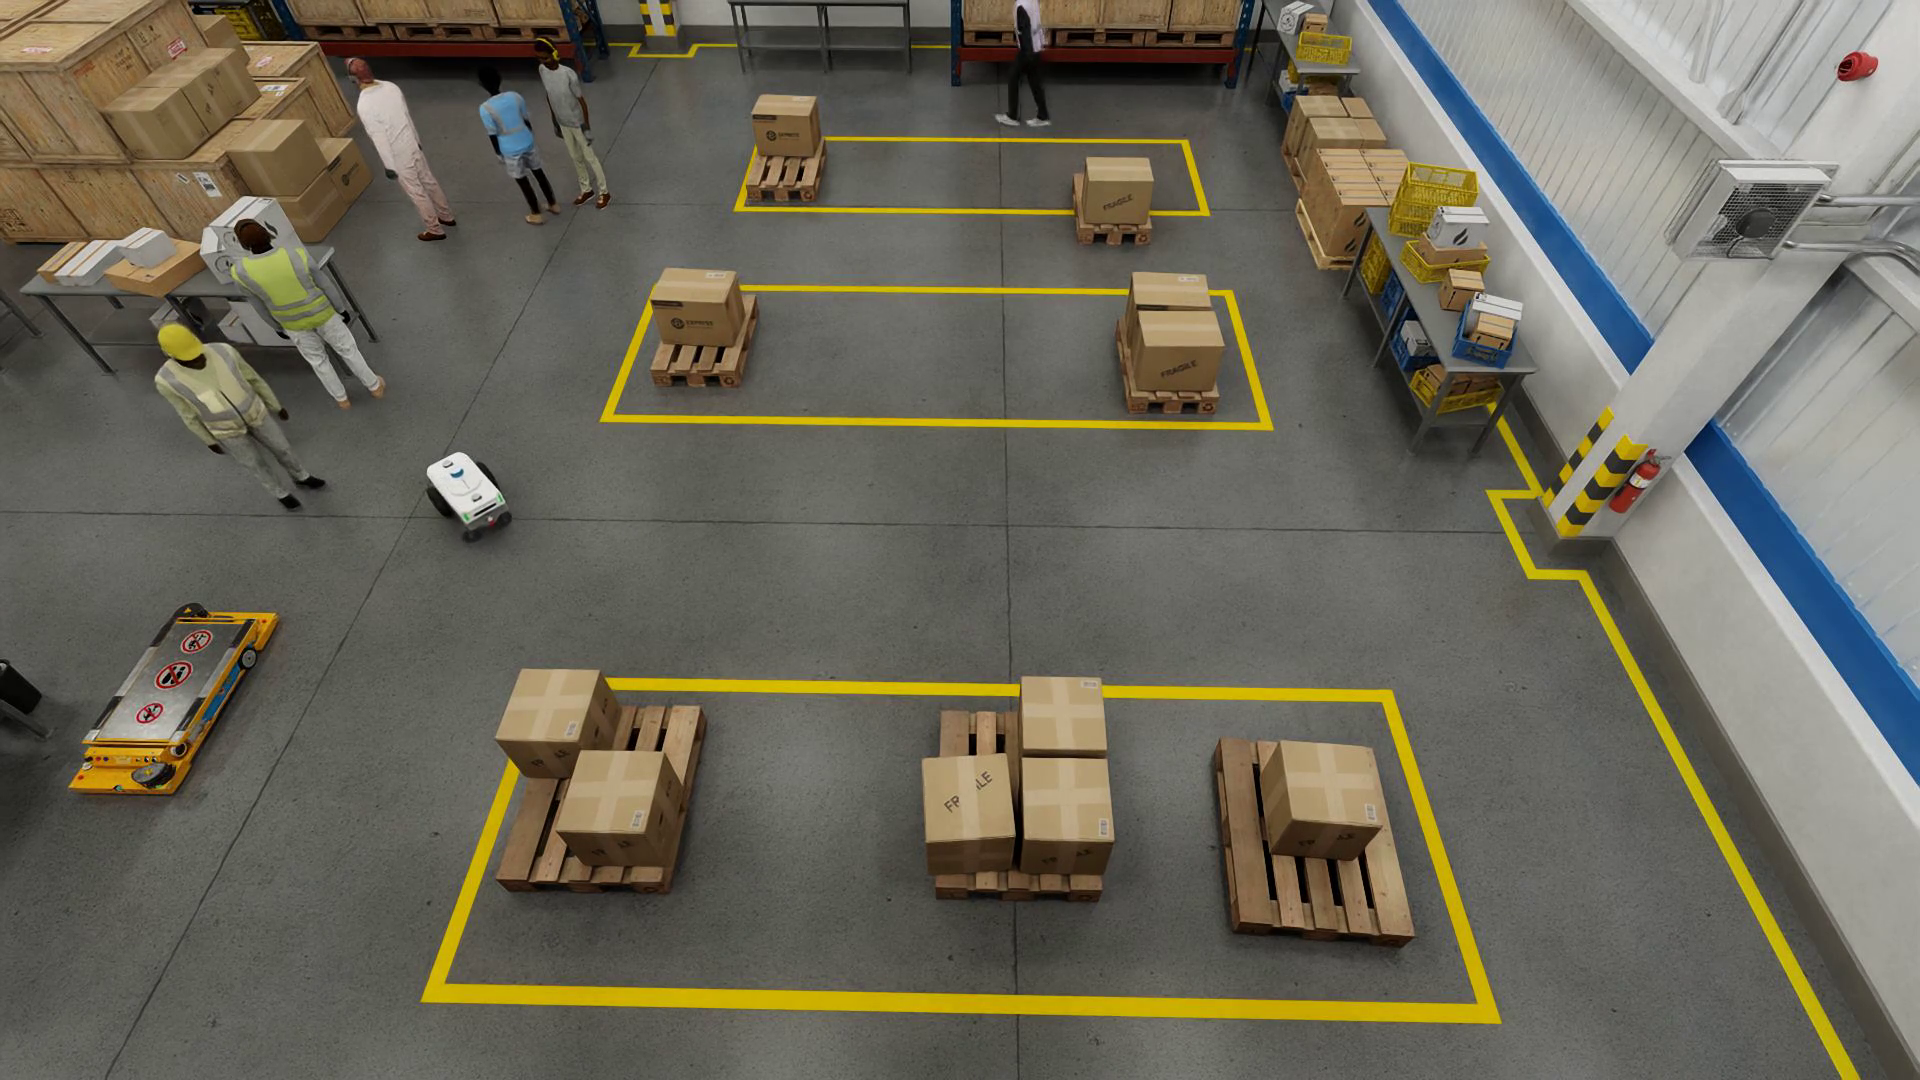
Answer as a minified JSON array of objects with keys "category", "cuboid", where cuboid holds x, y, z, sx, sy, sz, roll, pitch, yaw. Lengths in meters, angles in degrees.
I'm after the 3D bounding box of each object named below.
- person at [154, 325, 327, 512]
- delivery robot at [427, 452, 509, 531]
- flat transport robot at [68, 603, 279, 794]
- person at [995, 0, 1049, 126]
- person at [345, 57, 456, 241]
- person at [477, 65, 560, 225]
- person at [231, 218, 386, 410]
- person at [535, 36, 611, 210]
[{"category":"person","cuboid":[-5.613,-0.935,7.147,0.434,1.809,0.606,28,55,22]},{"category":"delivery robot","cuboid":[-4.010,-0.409,7.452,0.477,0.478,0.707,-37,59,-27]},{"category":"flat transport robot","cuboid":[-5.504,1.072,6.442,0.652,0.197,1.431,1,50,1]},{"category":"person","cuboid":[0.814,-6.182,11.539,0.841,1.870,0.612,15,51,13]},{"category":"person","cuboid":[-6.004,-4.152,9.800,0.401,1.904,0.648,5,50,4]},{"category":"person","cuboid":[-4.869,-4.320,10.088,0.337,1.688,0.545,30,56,23]},{"category":"person","cuboid":[-5.674,-1.945,7.972,0.627,1.846,0.429,-24,54,-19]},{"category":"person","cuboid":[-4.344,-4.624,10.229,0.507,1.861,0.329,16,52,13]}]
